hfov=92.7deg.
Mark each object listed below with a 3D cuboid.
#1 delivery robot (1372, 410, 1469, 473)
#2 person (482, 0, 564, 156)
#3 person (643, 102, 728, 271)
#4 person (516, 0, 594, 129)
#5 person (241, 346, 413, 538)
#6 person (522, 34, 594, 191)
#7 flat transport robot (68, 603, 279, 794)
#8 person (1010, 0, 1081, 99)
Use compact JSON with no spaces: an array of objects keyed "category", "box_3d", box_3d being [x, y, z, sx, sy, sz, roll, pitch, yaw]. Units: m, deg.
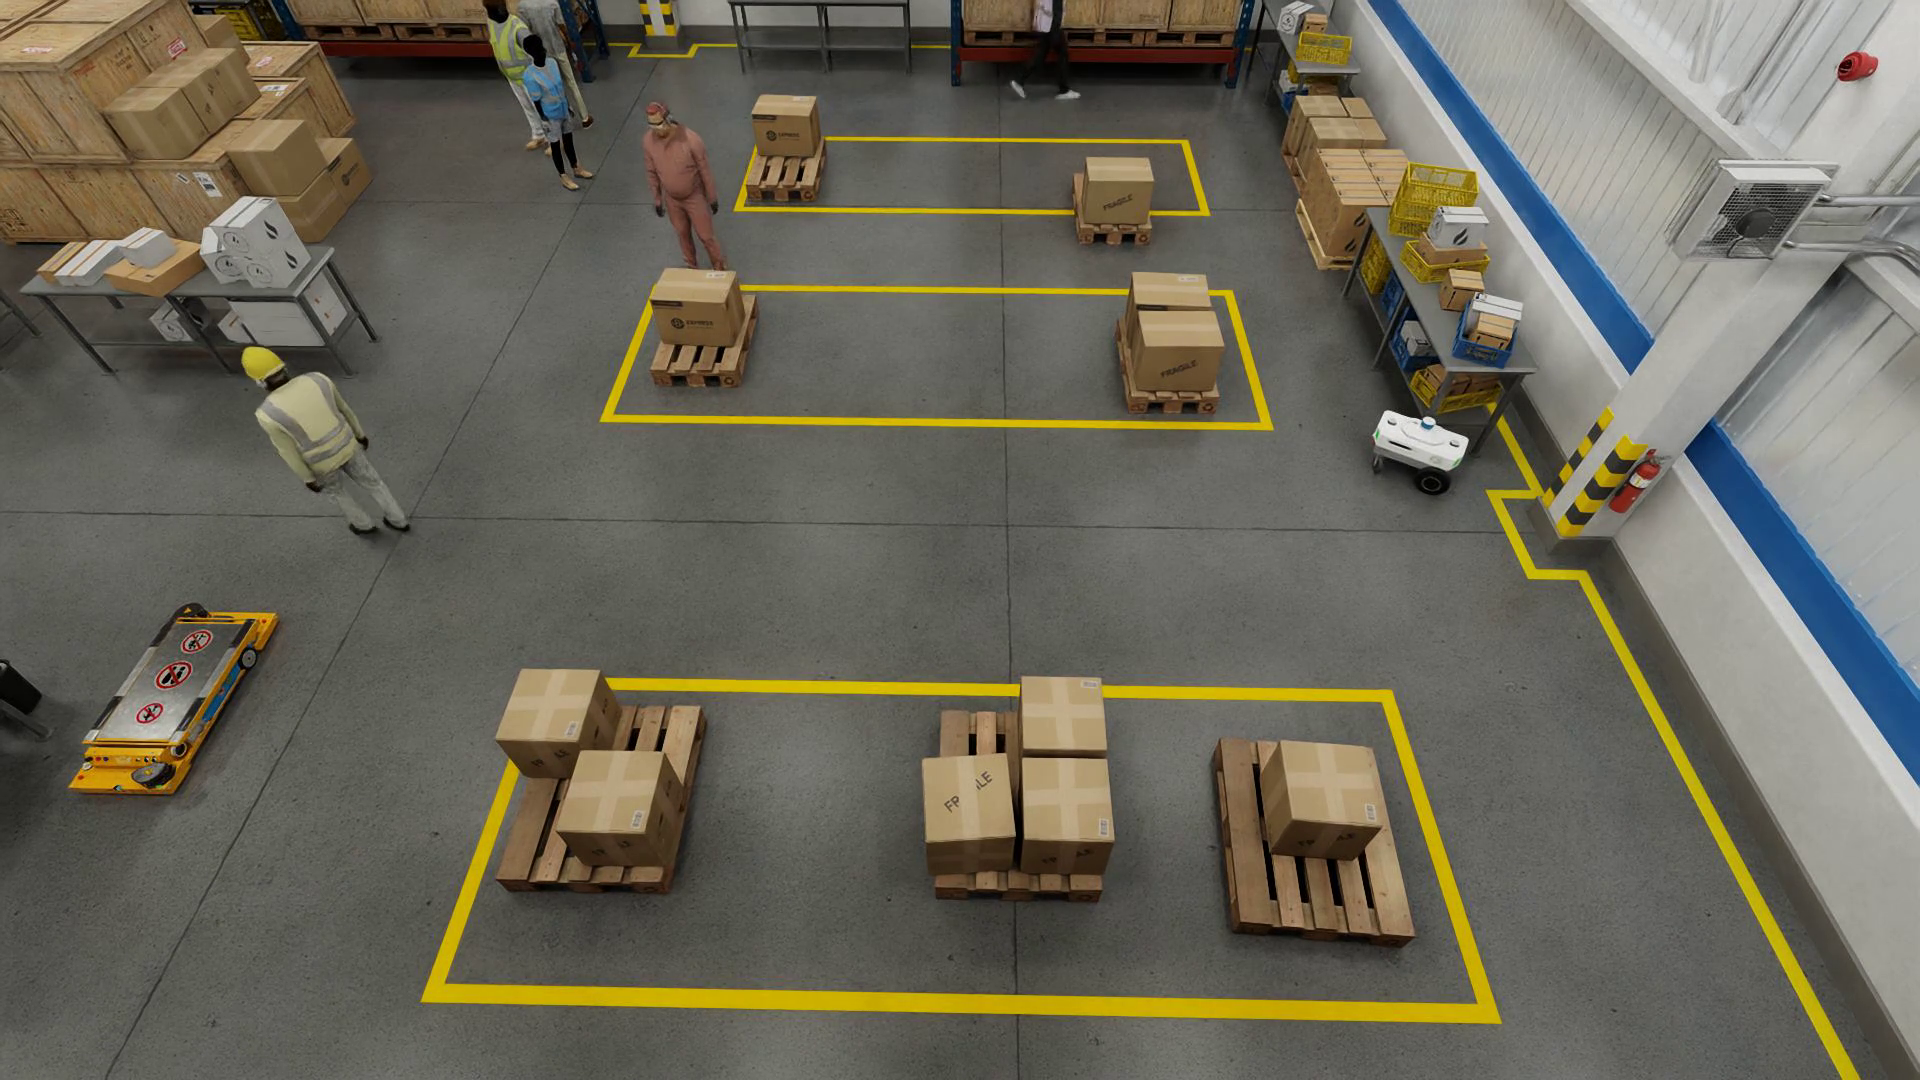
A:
[{"category":"delivery robot","box_3d":[3.909,-0.840,7.816,0.707,0.478,0.477,25,54,20]},{"category":"person","box_3d":[-5.299,-5.605,11.072,0.634,1.839,0.429,25,54,20]},{"category":"person","box_3d":[-2.764,-3.436,9.204,0.653,1.892,0.414,11,51,9]},{"category":"person","box_3d":[-5.093,-6.095,11.467,0.534,1.868,0.310,-12,51,-10]},{"category":"person","box_3d":[-4.786,-0.686,6.941,0.574,1.797,0.612,19,52,15]},{"category":"person","box_3d":[-4.683,-4.940,10.600,0.322,1.697,0.534,17,52,14]},{"category":"flat transport robot","box_3d":[-5.504,1.072,6.442,0.652,0.197,1.431,1,50,1]},{"category":"person","box_3d":[1.170,-6.729,11.997,0.927,1.878,0.599,-12,51,-10]}]
